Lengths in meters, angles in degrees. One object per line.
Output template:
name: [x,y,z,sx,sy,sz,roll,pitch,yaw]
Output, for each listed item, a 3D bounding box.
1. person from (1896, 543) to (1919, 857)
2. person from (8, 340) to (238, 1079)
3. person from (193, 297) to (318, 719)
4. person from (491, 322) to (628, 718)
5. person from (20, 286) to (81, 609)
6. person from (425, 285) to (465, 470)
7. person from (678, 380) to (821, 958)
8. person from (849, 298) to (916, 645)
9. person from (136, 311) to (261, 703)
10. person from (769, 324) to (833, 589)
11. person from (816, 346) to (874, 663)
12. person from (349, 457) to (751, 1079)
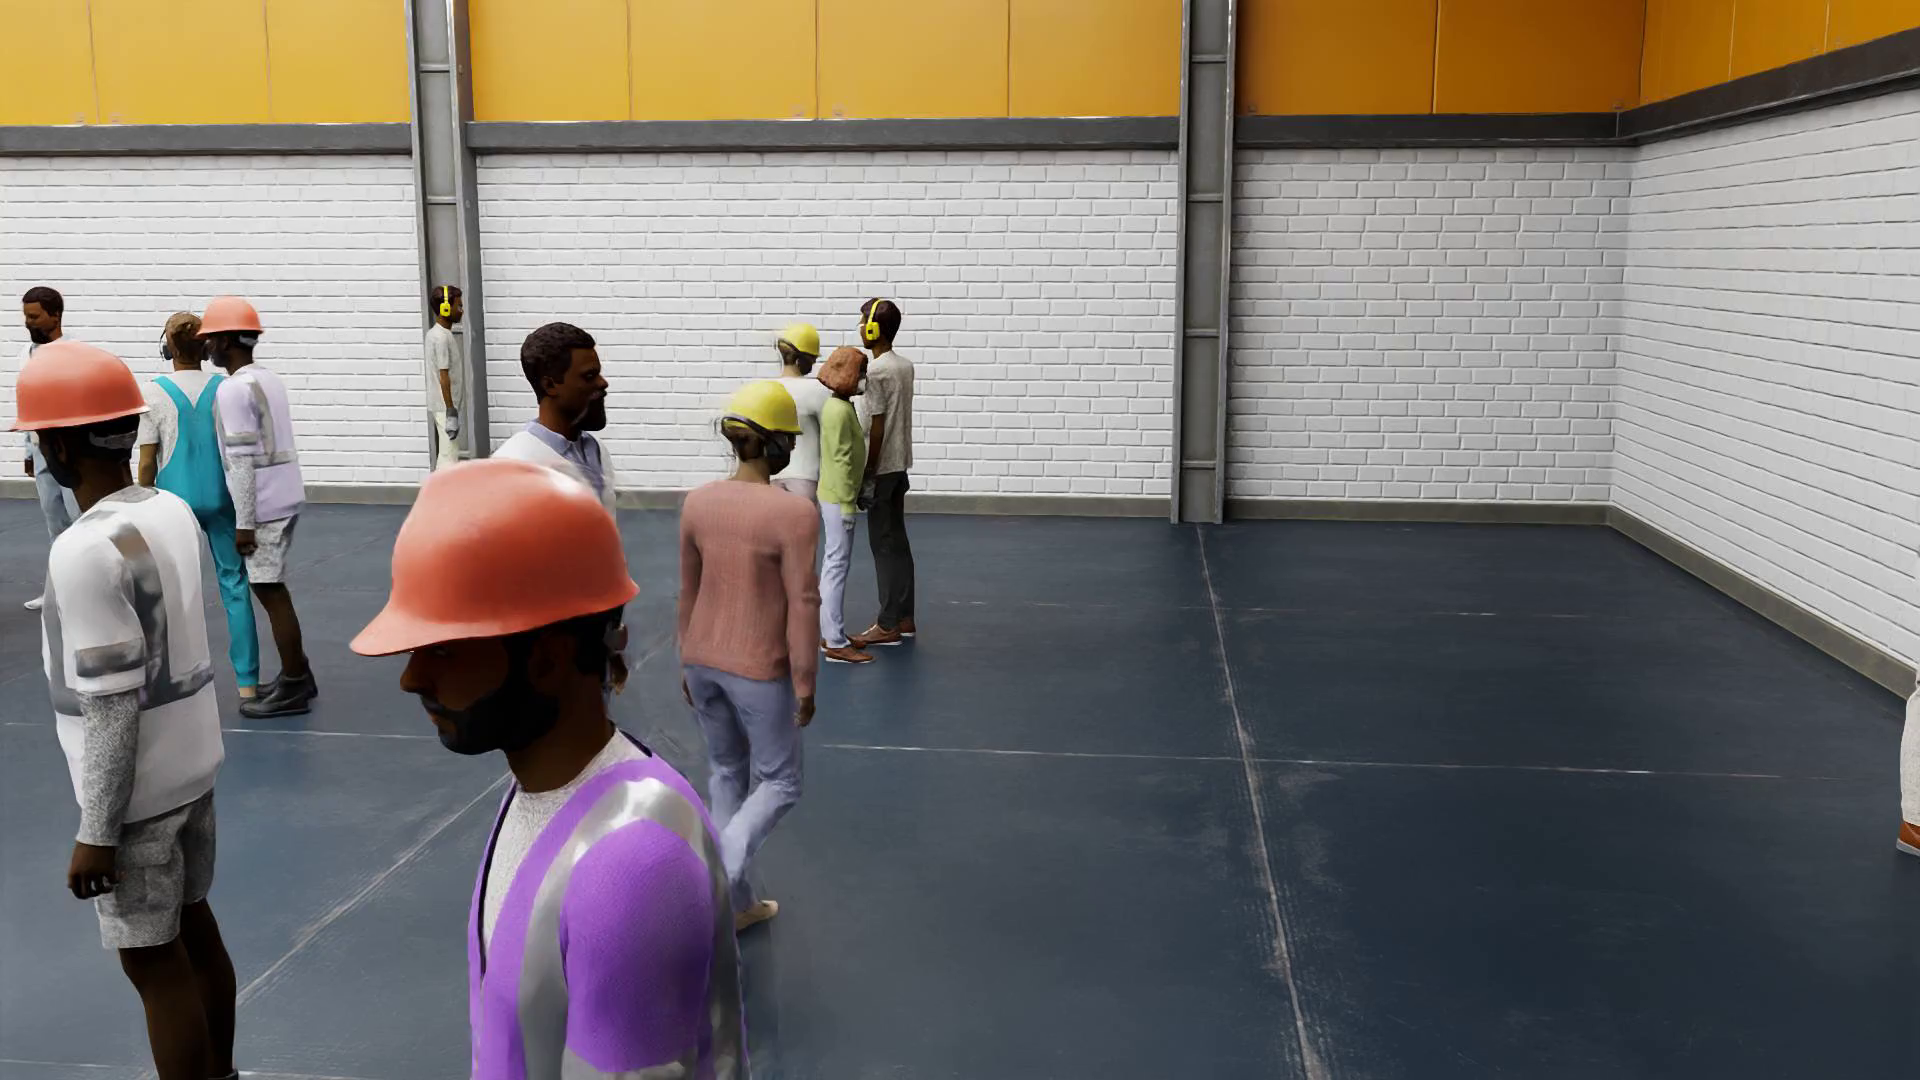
person: [3.543,0.156,5.784,0.605,1.948,0.388,-7,12,-35]
person: [-1.838,0.531,3.674,0.376,1.934,0.547,-1,10,-7]
person: [-3.232,-0.143,7.612,0.463,1.918,0.548,-1,10,-3]
person: [-1.165,0.326,4.889,0.391,1.922,0.590,2,10,9]
person: [-5.293,-0.530,9.803,0.593,1.918,0.391,5,11,26]
person: [-3.776,-0.942,12.306,0.312,1.866,0.538,-4,11,-22]
person: [-0.680,0.397,5.012,0.536,1.742,0.620,6,12,31]
person: [-0.421,-0.363,8.983,0.314,1.869,0.537,4,11,21]
person: [-3.522,-0.130,7.717,0.516,1.843,0.327,-6,11,-30]
person: [-0.882,-0.350,9.376,0.513,1.712,0.889,6,11,29]
person: [-0.605,-0.187,8.648,0.279,1.633,0.497,-1,10,-7]
person: [-0.328,0.838,1.995,0.804,1.911,0.563,-5,11,-28]
